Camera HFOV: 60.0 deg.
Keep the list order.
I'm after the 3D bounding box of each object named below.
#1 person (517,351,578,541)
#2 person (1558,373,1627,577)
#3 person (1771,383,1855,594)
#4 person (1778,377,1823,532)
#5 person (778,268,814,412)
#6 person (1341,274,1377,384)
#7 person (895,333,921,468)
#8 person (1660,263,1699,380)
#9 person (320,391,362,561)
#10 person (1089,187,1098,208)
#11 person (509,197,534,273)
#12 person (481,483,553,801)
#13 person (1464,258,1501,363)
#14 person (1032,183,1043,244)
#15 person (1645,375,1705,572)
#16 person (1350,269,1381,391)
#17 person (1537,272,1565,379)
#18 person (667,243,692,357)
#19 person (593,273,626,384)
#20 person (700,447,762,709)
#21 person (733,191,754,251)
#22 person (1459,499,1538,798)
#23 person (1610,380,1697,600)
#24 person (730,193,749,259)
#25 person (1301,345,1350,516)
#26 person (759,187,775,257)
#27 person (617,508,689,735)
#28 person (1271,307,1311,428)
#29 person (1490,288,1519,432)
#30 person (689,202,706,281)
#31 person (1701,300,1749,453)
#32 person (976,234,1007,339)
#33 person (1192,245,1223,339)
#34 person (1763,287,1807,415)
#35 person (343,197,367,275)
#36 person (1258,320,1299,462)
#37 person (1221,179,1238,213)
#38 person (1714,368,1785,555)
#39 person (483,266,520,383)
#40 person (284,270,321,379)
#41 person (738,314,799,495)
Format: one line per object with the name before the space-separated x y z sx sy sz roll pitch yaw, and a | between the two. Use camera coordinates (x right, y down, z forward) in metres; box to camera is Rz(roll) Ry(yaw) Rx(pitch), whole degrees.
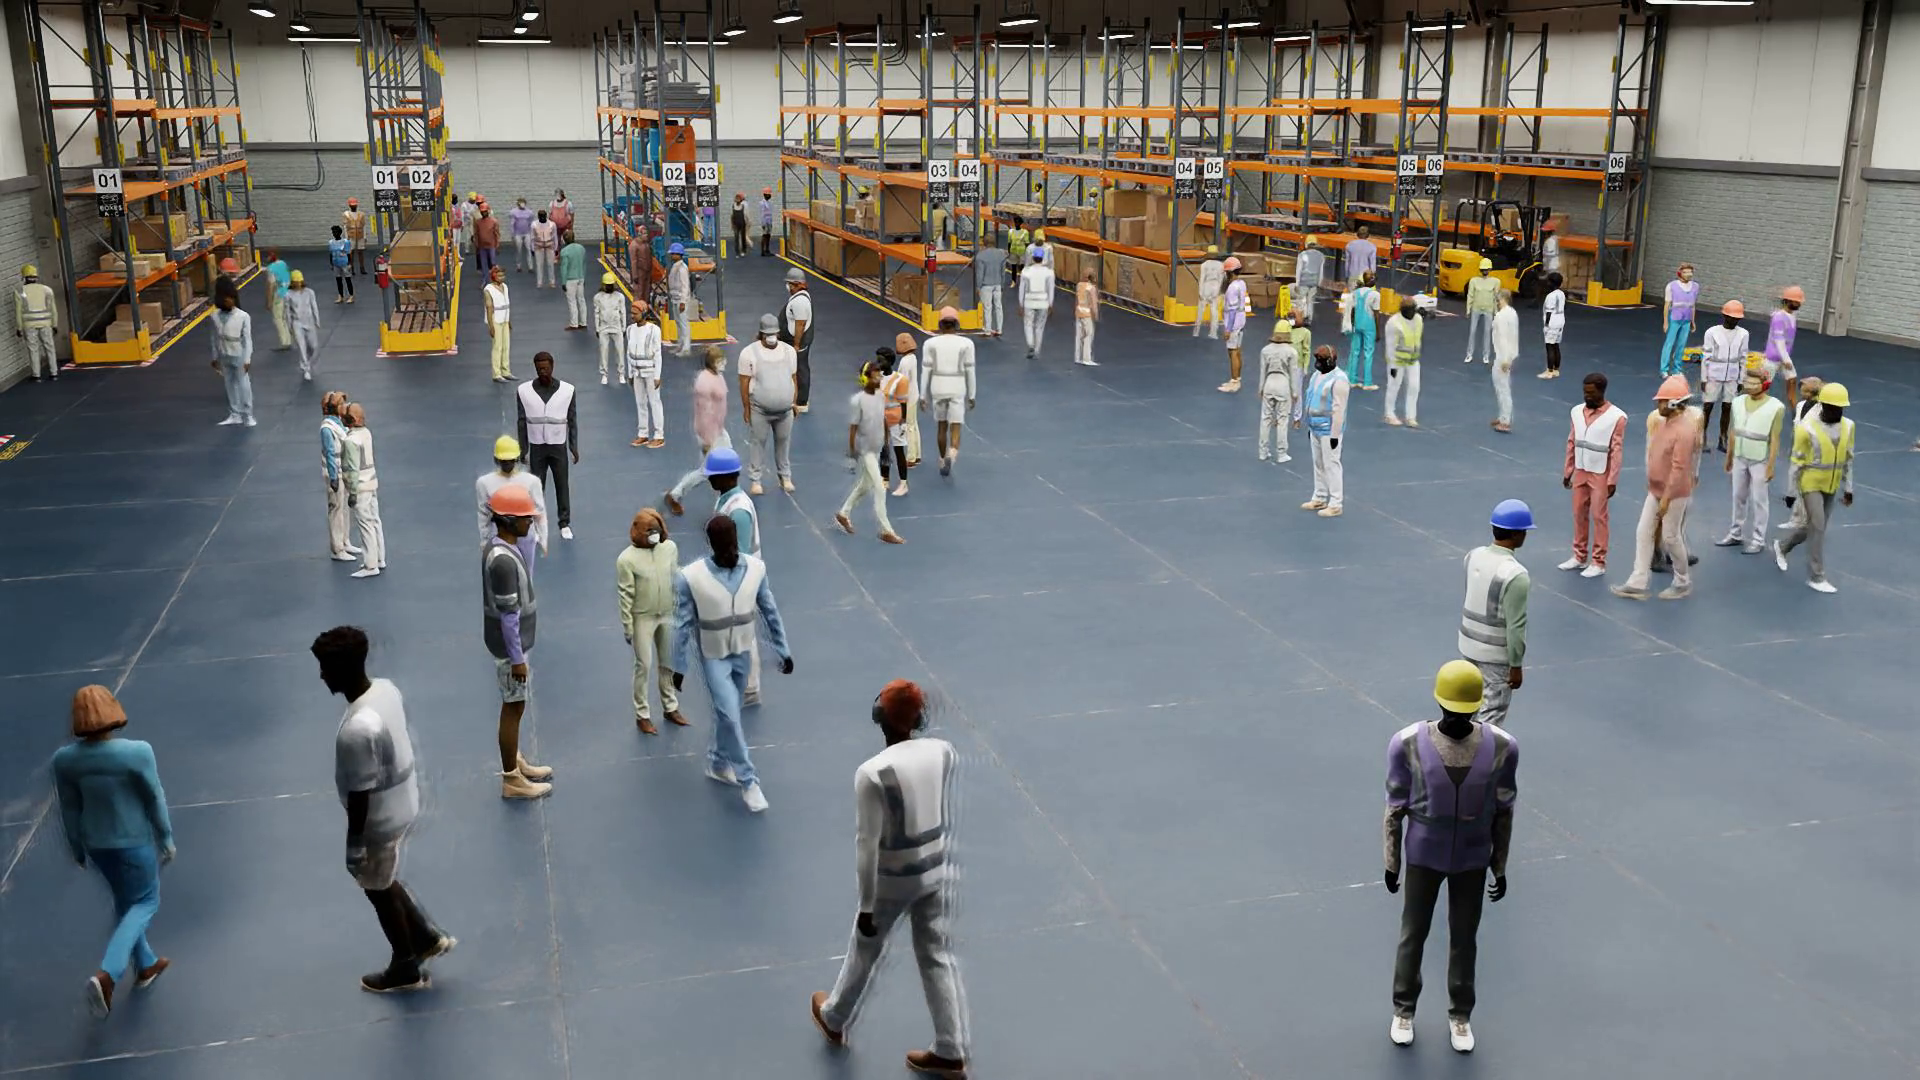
person | -4.140 -0.949 16.742 0.587 1.920 0.393 -3 15 -11
person | 5.909 -0.621 15.535 0.405 1.906 0.604 -8 17 -28
person | 7.801 -0.523 15.189 0.588 1.902 0.851 -4 15 -16
person | 8.652 -0.859 16.963 0.349 1.631 0.553 -1 15 -3
person | -2.347 -2.845 23.643 0.537 2.000 0.679 0 15 0
person | 6.208 -3.238 25.711 0.711 1.736 0.532 -8 17 -27
person | -0.634 -1.688 20.088 0.283 1.624 0.494 3 15 9
person | 11.369 -3.456 26.314 0.570 1.843 0.372 -4 15 -14
person | -5.990 -0.622 16.047 0.310 1.638 0.522 -1 15 -5
person | 4.033 -9.772 50.279 0.296 1.744 0.484 0 15 0
person | -11.147 -7.781 42.433 0.633 1.944 0.381 -6 16 -22
person | -2.806 0.641 10.547 0.404 2.035 0.606 -4 15 -16
person | 8.780 -3.849 27.946 0.532 1.767 0.328 6 16 20
person | 2.424 -9.931 50.657 0.514 1.860 0.342 -11 18 -35
person | 6.740 -0.623 15.584 0.734 1.894 0.448 -3 15 -11
person | 6.182 -3.197 25.341 0.329 1.844 0.517 -12 19 -38
person | 9.419 -3.402 26.415 0.322 1.689 0.530 11 19 37
person | -4.839 -4.144 28.703 0.379 1.951 0.607 -7 16 -25
person | -5.442 -3.293 25.919 0.486 1.736 0.320 -3 15 -12
person | -1.660 0.268 12.135 0.420 1.937 0.607 -4 15 -16
person | -6.359 -9.334 48.664 0.673 1.732 0.579 6 16 21
person | 3.390 0.691 10.545 0.426 1.938 0.604 -4 15 -14
person | 6.246 -0.418 14.677 0.699 1.953 0.686 -1 15 -2
person | -6.136 -8.764 46.388 0.520 1.811 0.927 0 15 1
person | 3.897 -1.175 17.769 0.431 1.832 0.627 -4 16 -16
person | -5.417 -8.939 46.794 0.387 1.929 0.545 5 16 19
person | -2.154 0.559 11.639 0.284 1.623 0.509 14 20 41
person | 4.479 -2.330 22.486 0.497 1.633 0.287 9 17 31
person | 7.302 -2.412 22.306 0.453 1.893 0.782 7 17 25
person | -6.467 -7.310 40.701 0.403 1.906 0.651 -6 16 -23
person | 9.576 -2.044 20.850 0.543 1.929 0.387 1 15 4
person | 0.565 -4.680 30.749 0.629 1.937 0.379 -9 17 -29
person | 4.613 -4.620 30.972 0.542 1.698 0.705 -6 16 -20
person | 11.214 -2.470 22.517 0.548 1.888 0.936 -12 19 -37
person | -15.255 -7.667 41.984 0.542 1.939 0.366 -10 18 -32
person | 3.923 -1.832 20.419 0.484 1.731 0.352 11 18 36
person | 8.206 -10.039 50.889 0.603 1.949 0.389 -2 15 -7
person | 7.750 -0.778 16.276 0.409 1.832 0.575 -8 17 -27
person | -7.228 -3.375 26.046 0.407 1.830 0.577 4 15 15
person | -10.505 -3.457 26.555 0.494 1.724 0.660 -10 18 -33
person | -2.110 -1.529 18.692 0.688 2.000 0.536 -7 16 -25
